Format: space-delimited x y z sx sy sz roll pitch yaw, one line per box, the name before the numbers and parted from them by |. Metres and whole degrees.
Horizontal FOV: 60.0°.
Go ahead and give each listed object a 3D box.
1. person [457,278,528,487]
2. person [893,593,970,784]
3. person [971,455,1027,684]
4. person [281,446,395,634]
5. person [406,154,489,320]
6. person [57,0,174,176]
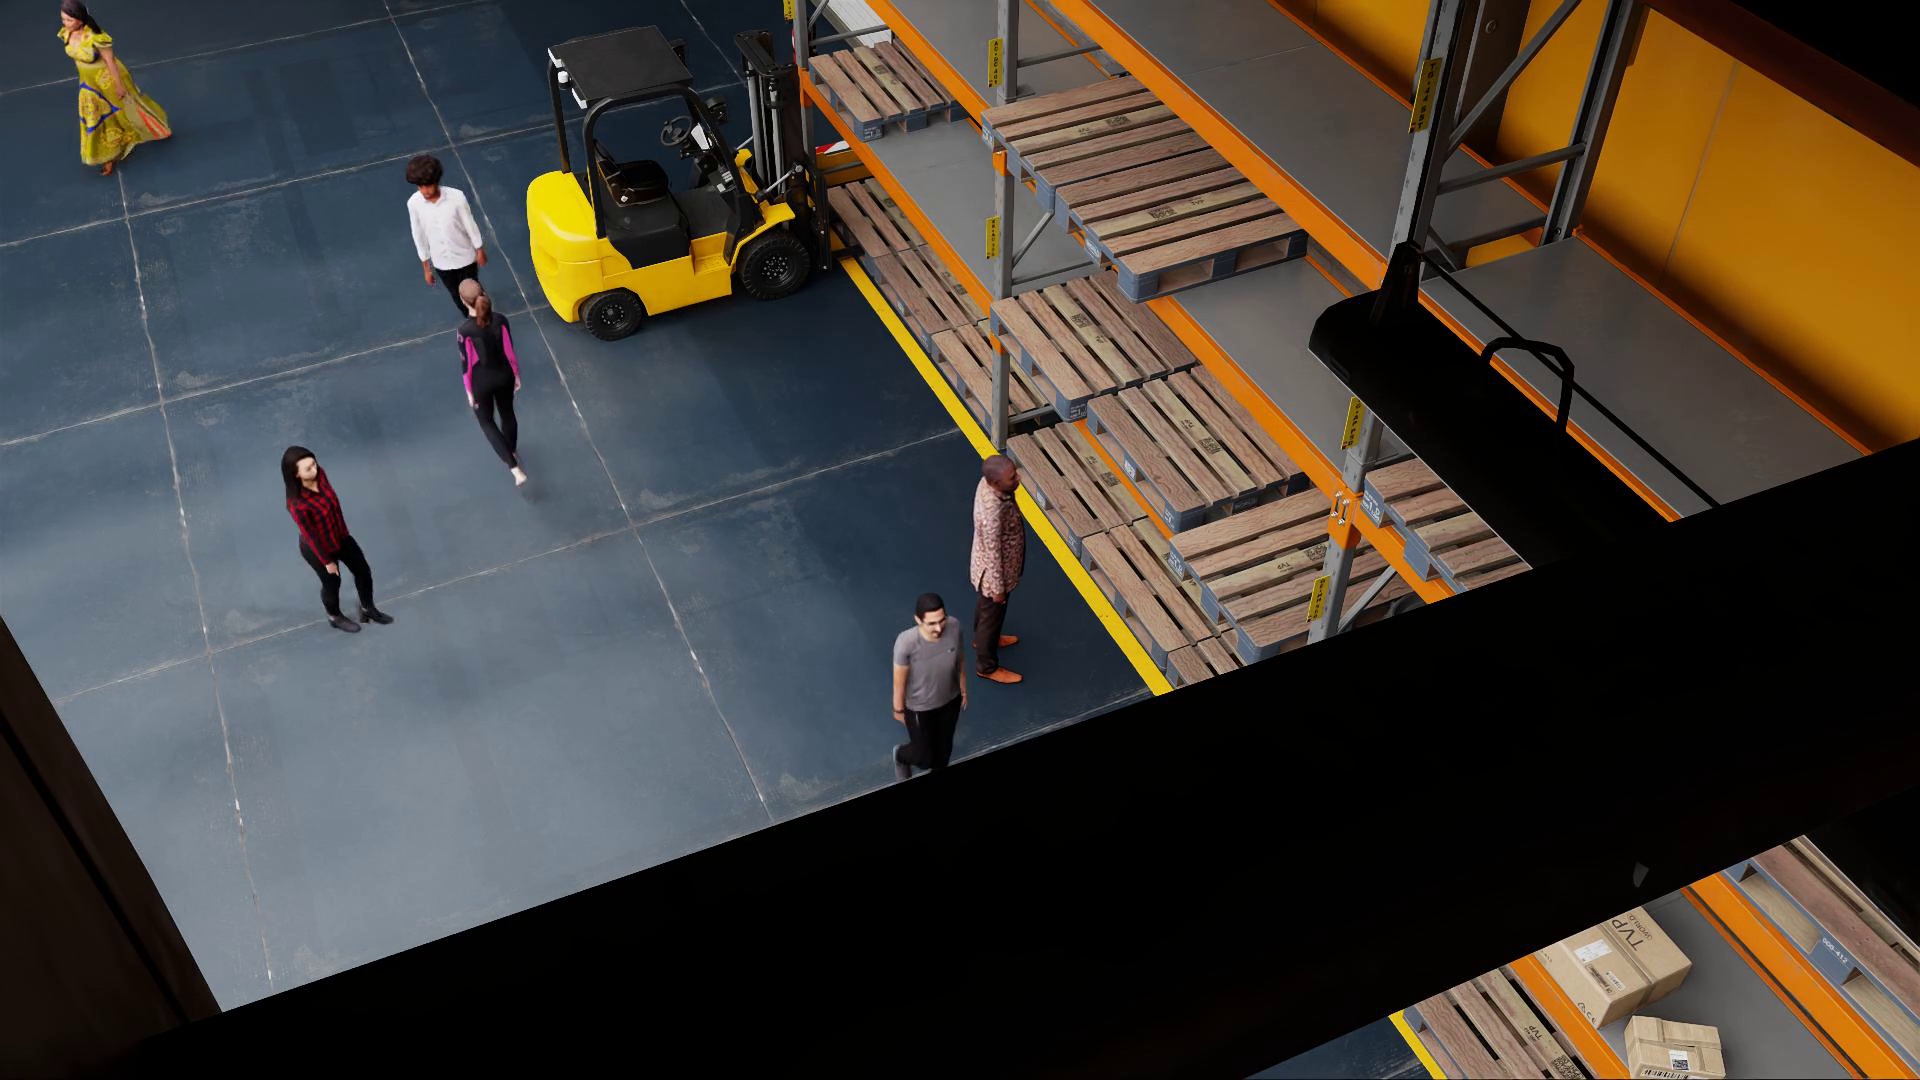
person | -3.387 -1.117 12.105 0.673 1.731 0.952 -27 50 -26
person | -0.208 0.898 9.980 0.676 1.744 0.752 -25 49 -24
person | 0.218 0.153 10.715 0.835 1.808 0.684 0 44 0
person | -4.273 0.021 10.976 0.807 1.640 0.746 4 44 4
person | -4.062 -2.349 13.353 0.755 1.792 0.769 -4 44 -4
person | -7.955 -4.315 15.548 1.243 1.611 1.415 10 45 10
